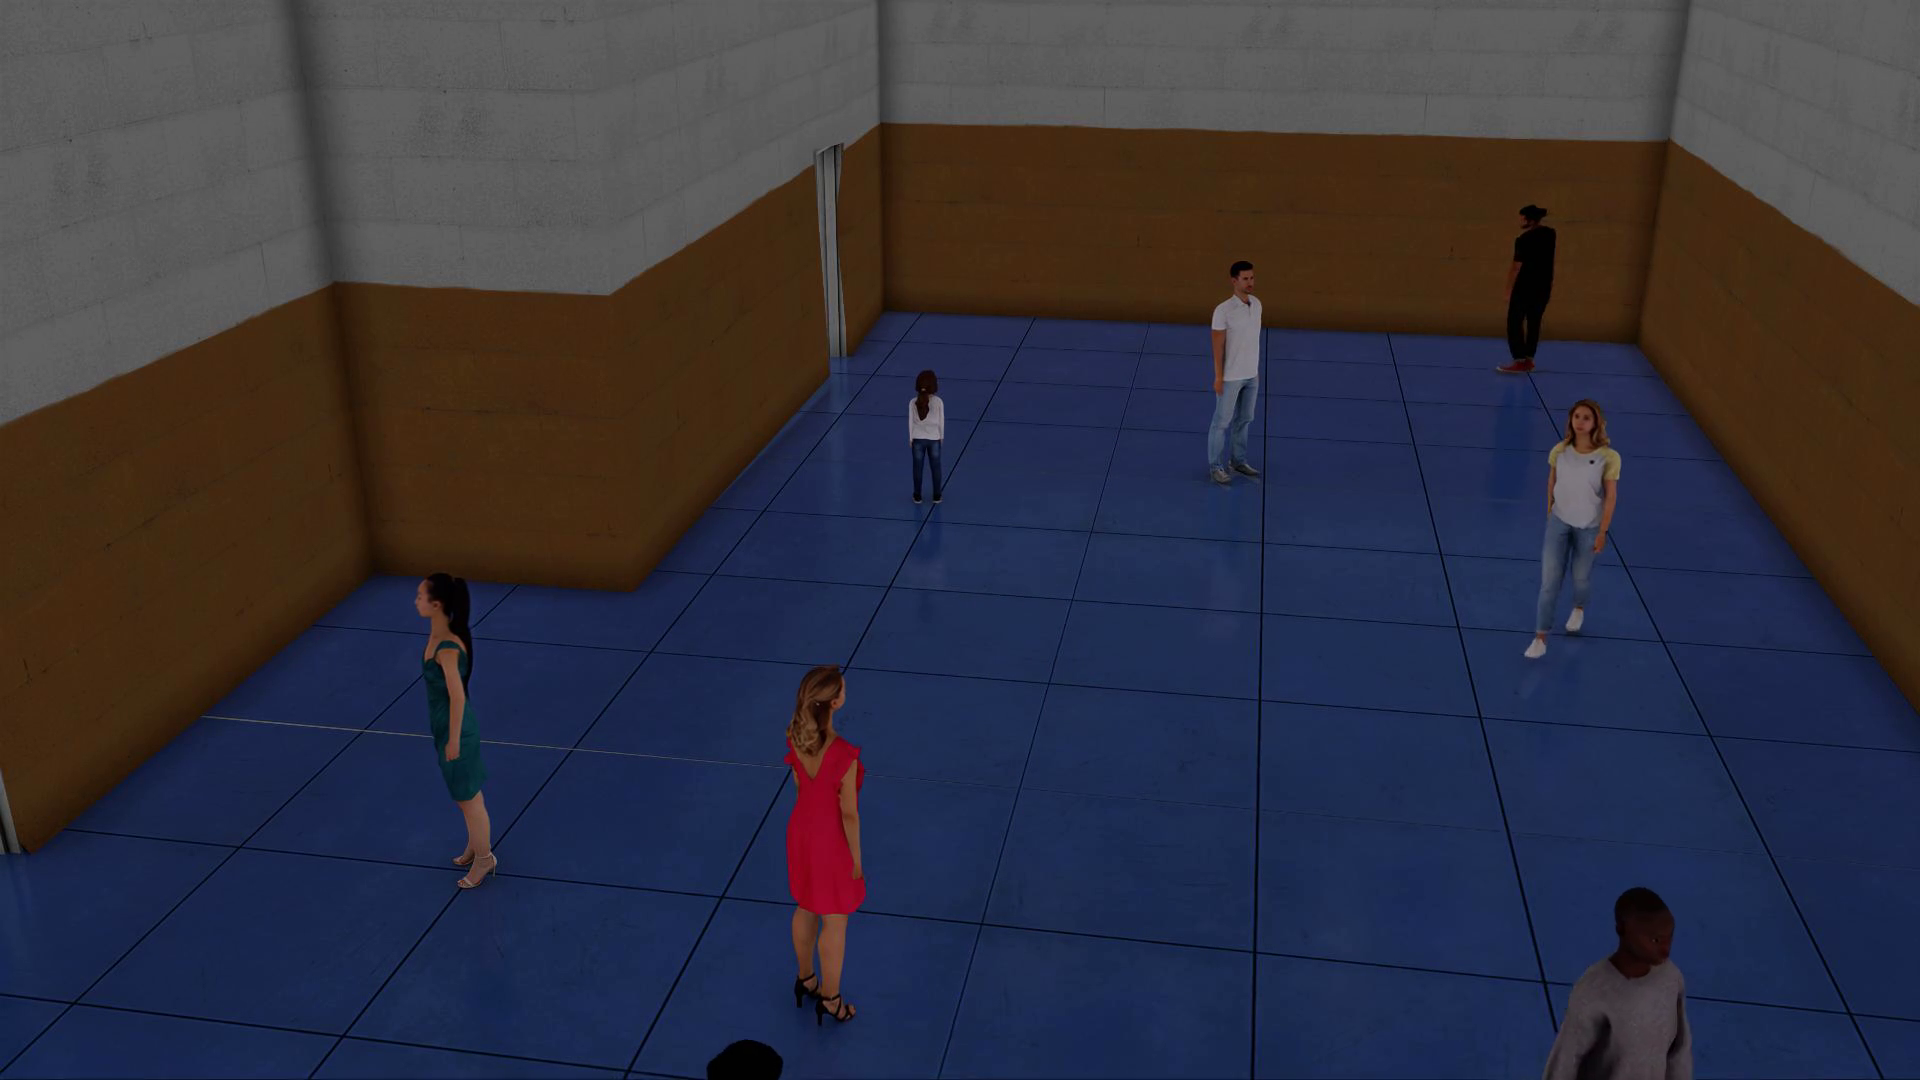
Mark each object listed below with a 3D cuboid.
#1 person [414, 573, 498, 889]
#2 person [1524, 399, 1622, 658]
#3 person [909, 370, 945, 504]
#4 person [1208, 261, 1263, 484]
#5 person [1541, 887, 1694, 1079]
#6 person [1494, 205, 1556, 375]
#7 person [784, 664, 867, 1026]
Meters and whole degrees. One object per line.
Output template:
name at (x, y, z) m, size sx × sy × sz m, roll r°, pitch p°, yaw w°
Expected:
person at (-2.514, 0.948, 8.284) m, size 0.632 × 1.686 × 0.627 m, roll -8°, pitch 23°, yaw -19°
person at (4.061, -0.088, 10.858) m, size 1.164 × 1.674 × 1.011 m, roll 15°, pitch 26°, yaw 32°
person at (-0.274, -0.849, 13.527) m, size 0.469 × 1.112 × 0.549 m, roll -3°, pitch 22°, yaw -6°
person at (2.323, -1.417, 13.929) m, size 0.743 × 1.865 × 0.801 m, roll -15°, pitch 26°, yaw -33°
person at (2.161, 1.927, 5.782) m, size 1.104 × 1.735 × 1.108 m, roll -11°, pitch 25°, yaw -26°
person at (5.851, -2.555, 16.948) m, size 0.752 × 1.726 × 0.892 m, roll -2°, pitch 22°, yaw -4°
person at (-0.612, 1.332, 7.281) m, size 0.640 × 1.721 × 0.729 m, roll 19°, pitch 29°, yaw 40°
